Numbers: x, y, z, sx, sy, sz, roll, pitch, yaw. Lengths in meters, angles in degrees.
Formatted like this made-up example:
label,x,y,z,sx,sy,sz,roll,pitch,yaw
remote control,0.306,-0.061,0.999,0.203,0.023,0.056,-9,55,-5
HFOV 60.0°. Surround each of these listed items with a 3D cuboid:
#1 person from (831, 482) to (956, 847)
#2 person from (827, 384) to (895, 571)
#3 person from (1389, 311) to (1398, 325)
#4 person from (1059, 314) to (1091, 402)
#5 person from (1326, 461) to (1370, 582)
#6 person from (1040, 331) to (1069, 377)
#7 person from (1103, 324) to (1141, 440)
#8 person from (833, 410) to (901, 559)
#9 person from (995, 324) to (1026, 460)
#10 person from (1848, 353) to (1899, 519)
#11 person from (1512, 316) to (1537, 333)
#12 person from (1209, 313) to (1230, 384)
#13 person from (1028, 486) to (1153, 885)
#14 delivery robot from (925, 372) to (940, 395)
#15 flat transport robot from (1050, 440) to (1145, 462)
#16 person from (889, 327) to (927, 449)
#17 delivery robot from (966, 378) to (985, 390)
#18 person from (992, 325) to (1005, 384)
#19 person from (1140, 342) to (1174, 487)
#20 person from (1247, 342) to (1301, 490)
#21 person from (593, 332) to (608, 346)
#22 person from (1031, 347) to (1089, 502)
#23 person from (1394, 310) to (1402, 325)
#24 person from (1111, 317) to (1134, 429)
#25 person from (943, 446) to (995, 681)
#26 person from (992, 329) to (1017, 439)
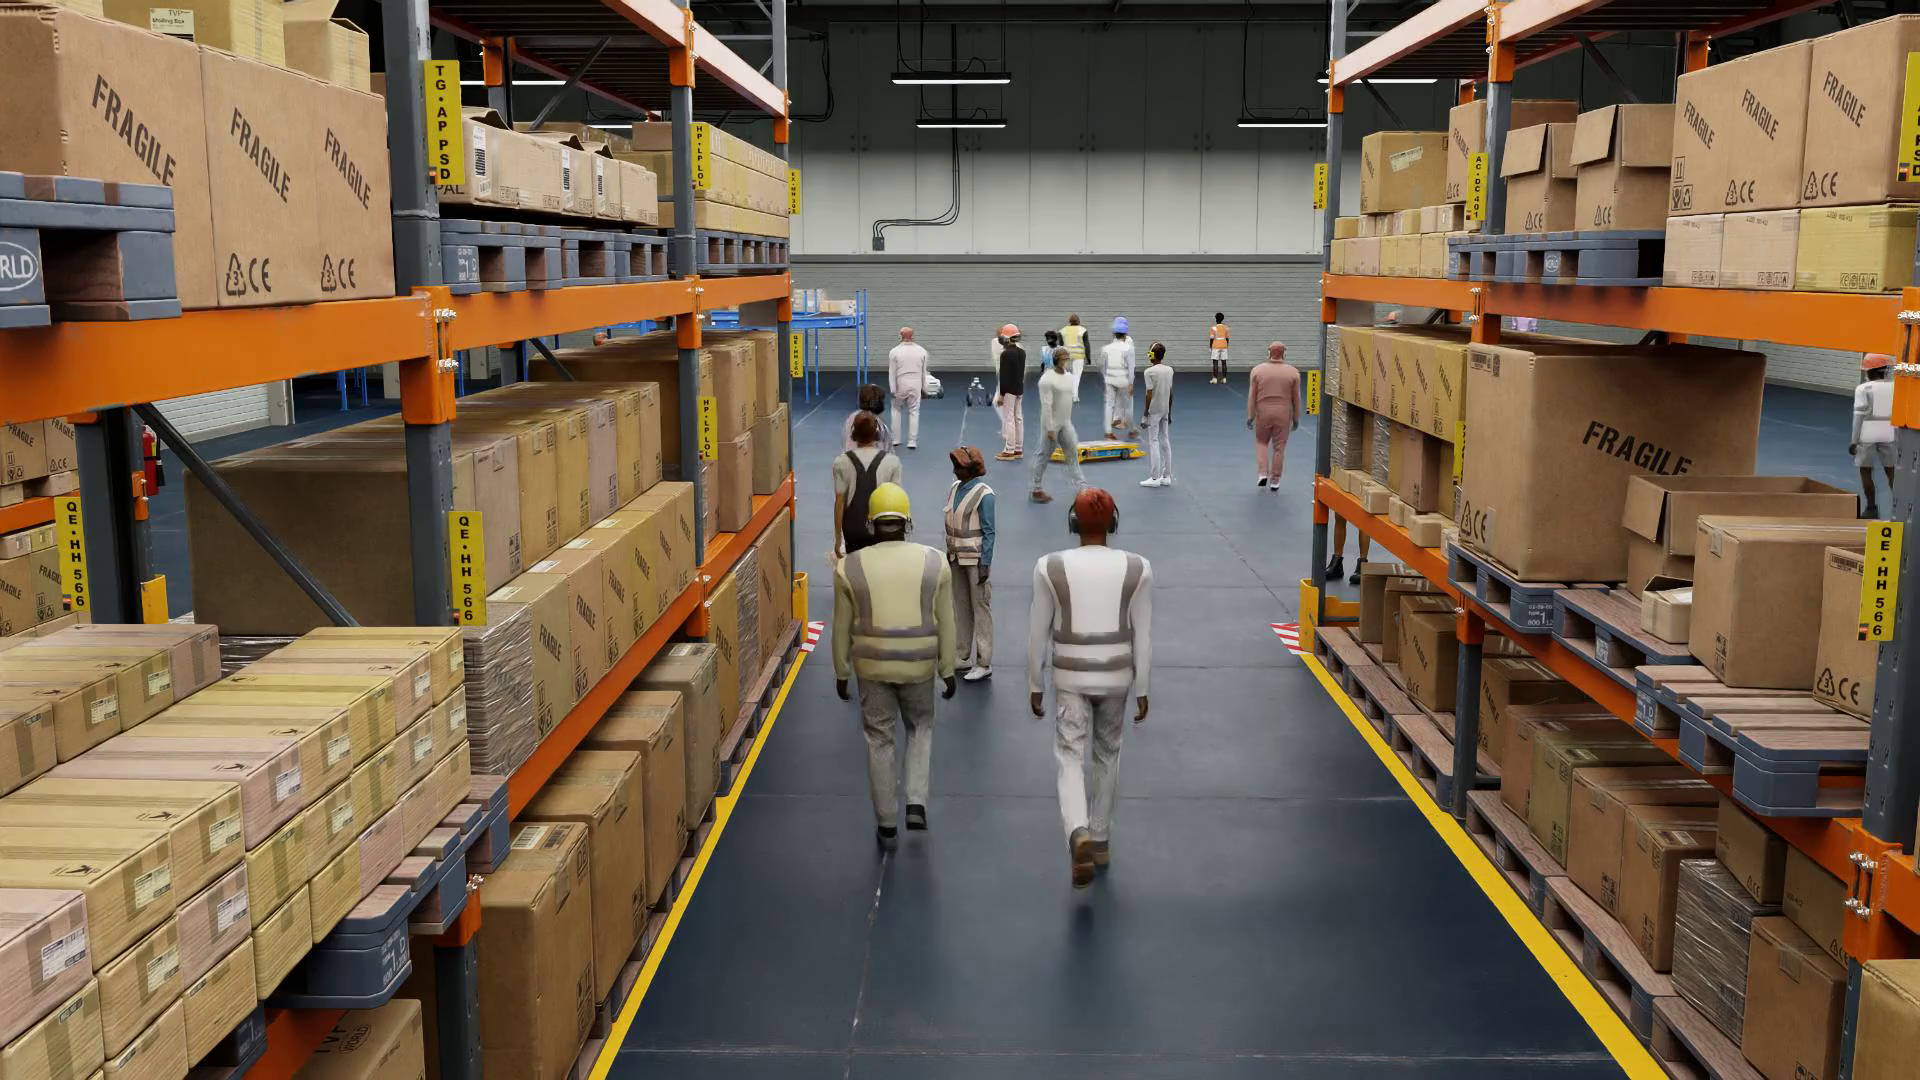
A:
label,x,y,z,sx,sy,sz,roll,pitch,yaw
person,-0.333,0.620,8.290,0.622,1.817,0.430,-1,10,-6
person,-0.876,-0.493,14.965,0.659,1.822,0.622,-5,11,-27
person,8.716,-3.664,33.640,0.548,1.925,0.545,-7,12,-37
person,2.431,-3.822,34.906,0.646,1.825,0.590,5,11,26
person,3.571,-0.586,15.177,0.543,1.934,0.362,8,12,40
person,1.746,-2.963,30.207,0.629,1.670,0.400,4,10,21
person,2.639,-2.576,27.246,0.625,1.876,1.033,6,11,34
person,-0.675,-0.040,12.268,0.515,1.824,0.806,-1,9,-4
person,0.749,-2.189,24.595,0.377,1.995,0.612,5,11,30
person,10.382,-1.152,18.718,0.704,1.901,0.523,0,9,0
person,13.709,-4.849,40.387,0.615,2.039,0.392,7,12,37
person,6.223,-4.606,39.958,0.531,1.698,0.320,-3,10,-18
person,0.620,0.683,7.838,0.582,1.861,0.804,0,9,-1
delivery robot,-0.687,-3.374,35.843,0.477,0.478,0.707,-3,10,-20
flat transport robot,2.007,-1.330,24.725,1.431,0.197,0.652,-7,11,-35
person,-0.856,-2.392,26.142,0.656,1.892,0.641,-3,10,-19
delivery robot,0.338,-3.198,34.012,0.335,0.223,0.698,-2,10,-14
person,0.930,-3.634,34.419,0.519,1.604,0.660,-2,10,-11
person,2.557,-1.634,21.650,0.515,1.870,0.333,-8,12,-38
person,4.030,-1.593,21.321,0.679,1.890,0.462,2,10,12
person,-5.497,-2.230,25.295,0.564,1.841,0.389,7,12,36
person,1.234,-1.366,19.984,1.035,1.879,0.647,9,13,43
person,8.579,-3.404,31.861,0.851,2.000,0.535,0,9,-3
person,2.821,-2.931,29.177,0.389,1.948,0.605,-4,10,-25
person,0.066,0.153,11.627,0.310,1.640,0.514,-6,11,-33
person,0.786,-2.572,27.399,0.482,1.819,0.645,-2,10,-14
